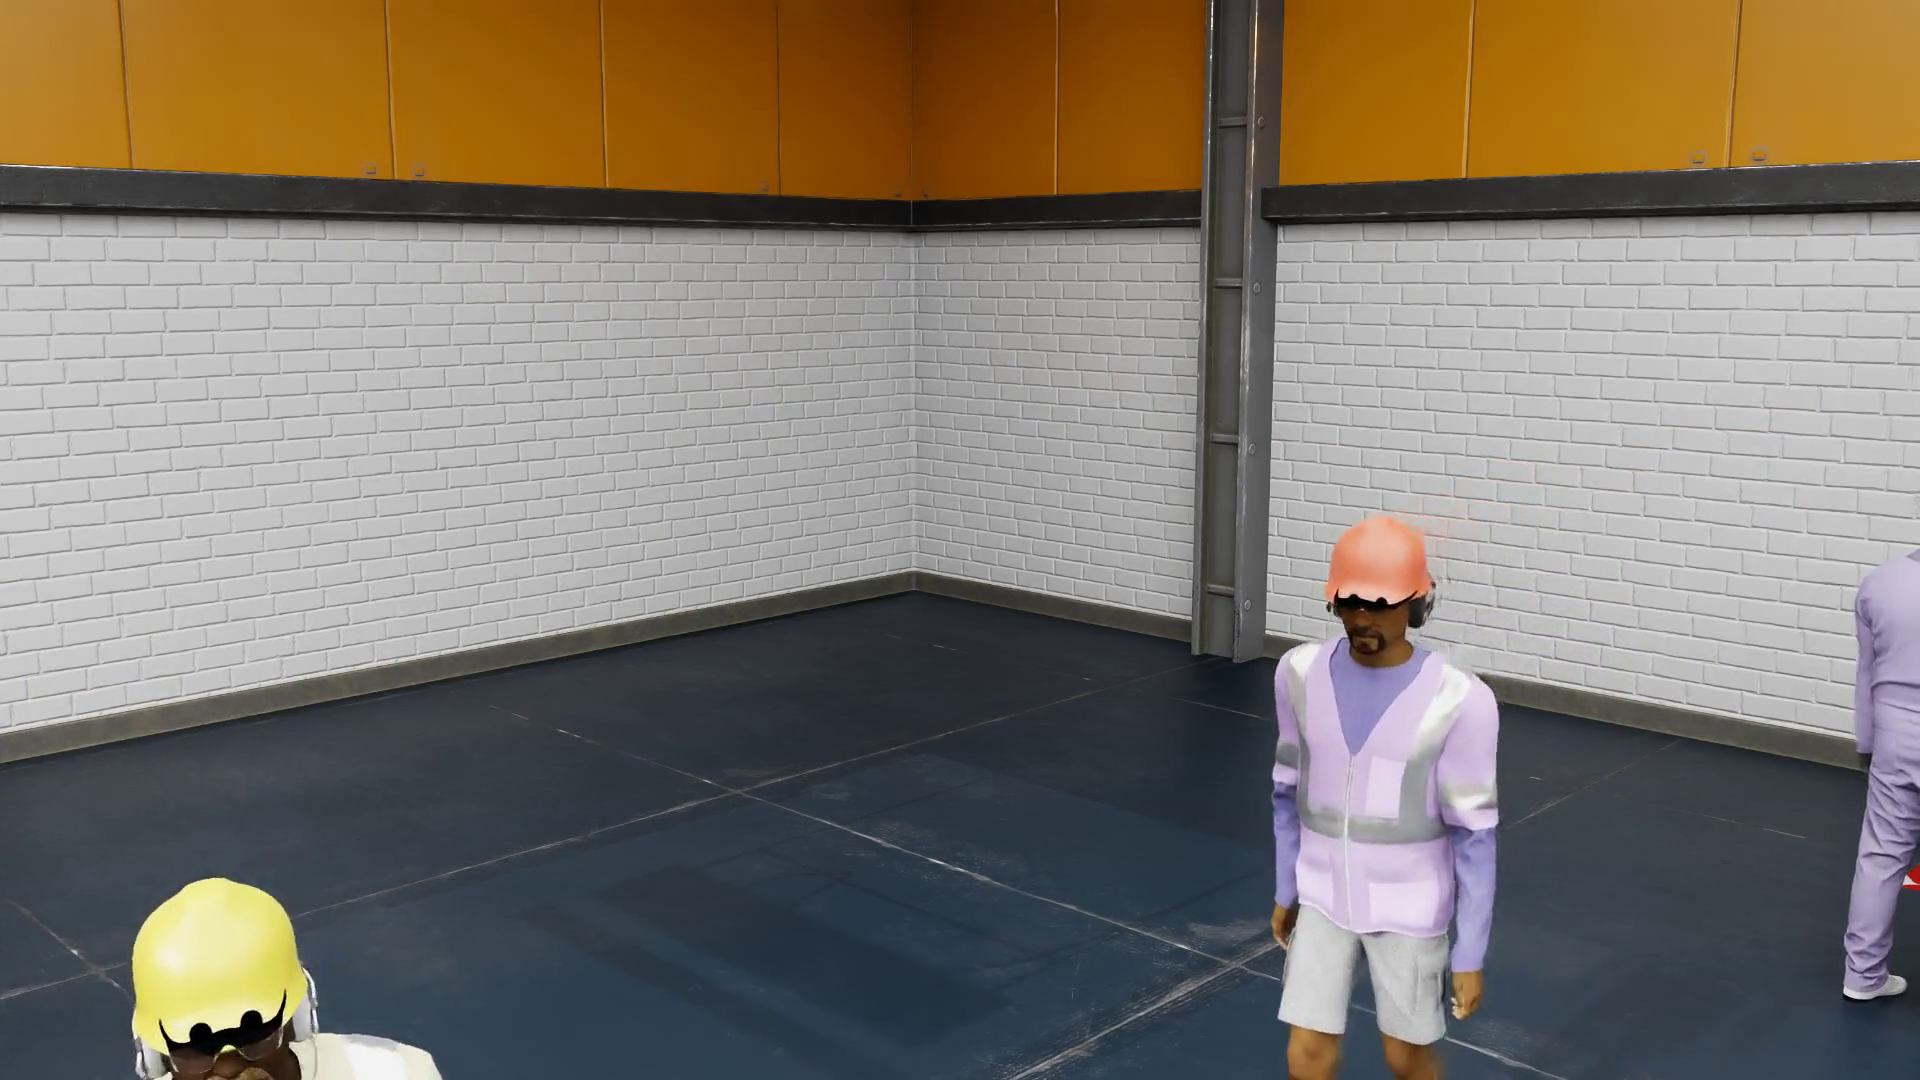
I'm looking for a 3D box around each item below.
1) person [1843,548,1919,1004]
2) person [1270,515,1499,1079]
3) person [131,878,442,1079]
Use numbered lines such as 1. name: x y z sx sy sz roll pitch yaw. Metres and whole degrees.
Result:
1. person: 3.386 0.742 5.709 0.403 1.900 0.644 -5 10 -27
2. person: 1.041 0.928 4.238 0.630 2.008 0.866 7 12 37
3. person: -1.017 1.319 2.443 0.594 1.806 0.707 -6 11 -34
